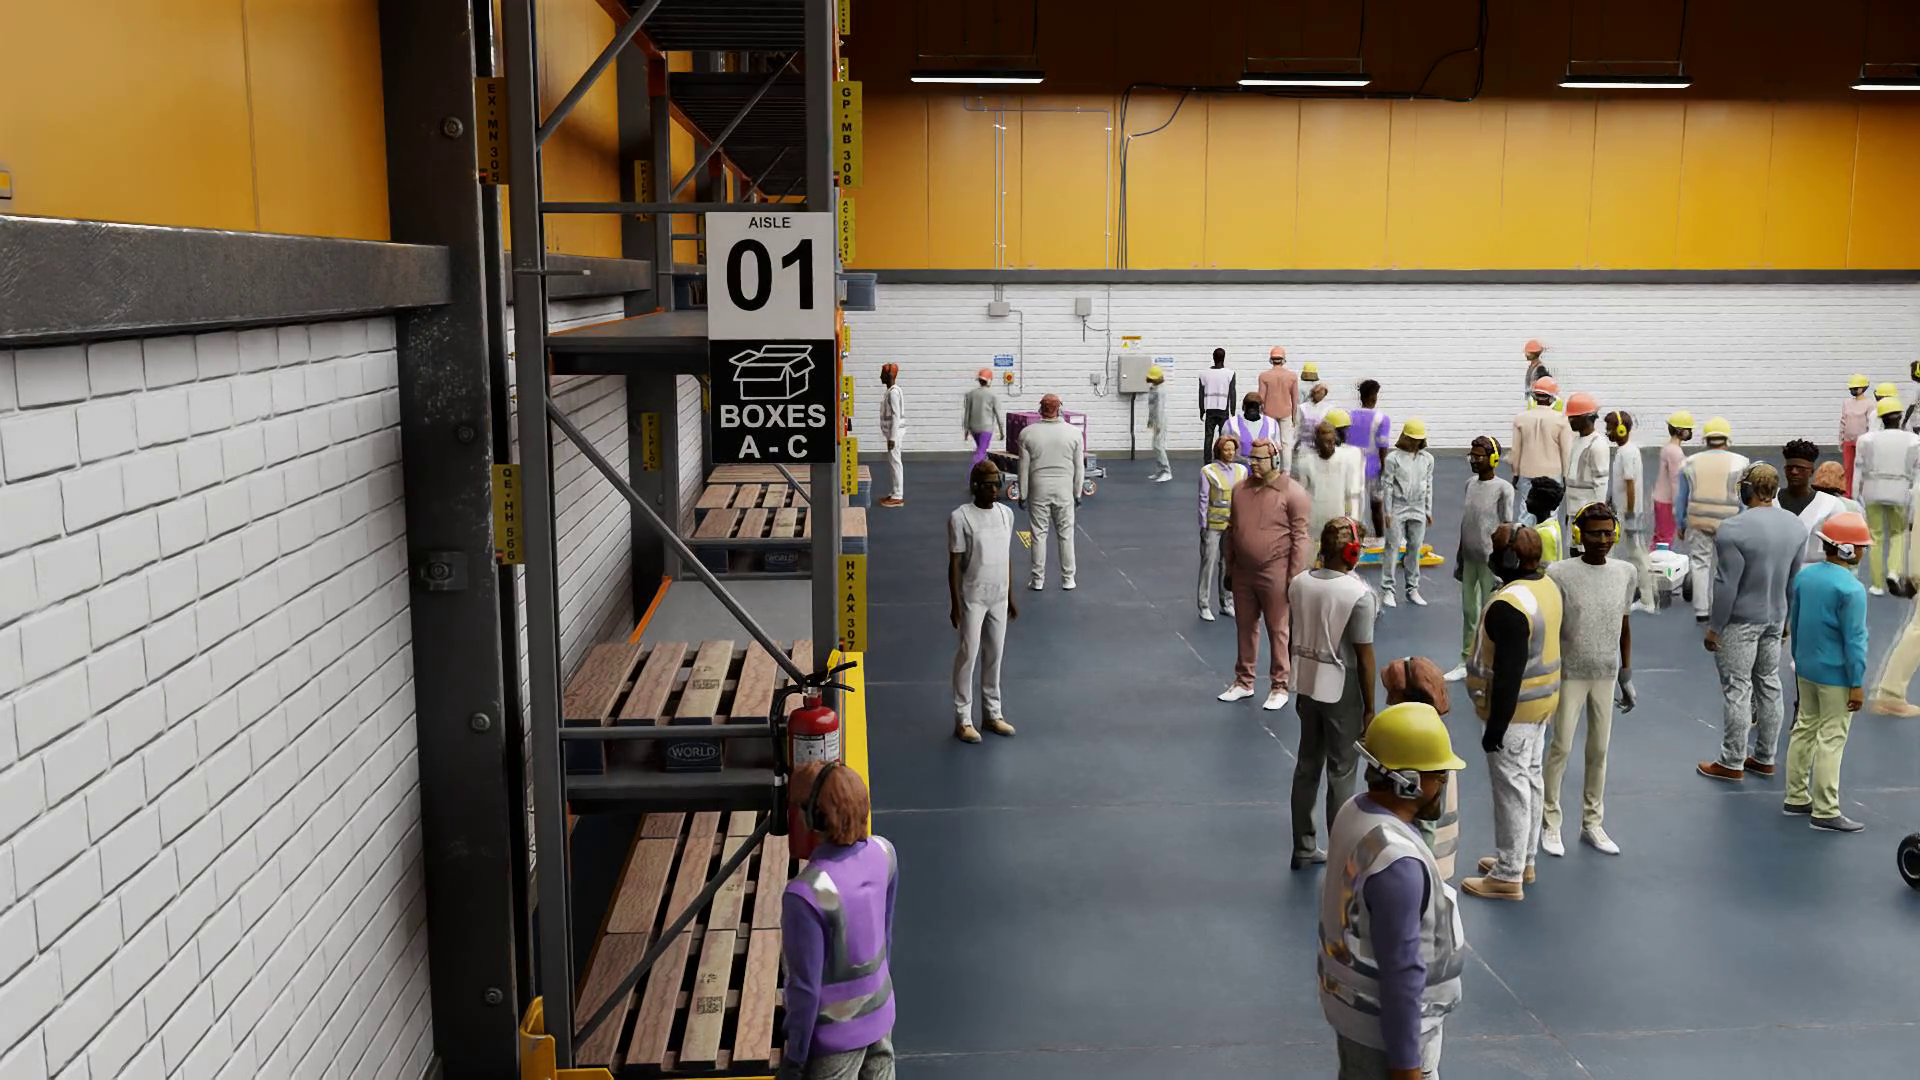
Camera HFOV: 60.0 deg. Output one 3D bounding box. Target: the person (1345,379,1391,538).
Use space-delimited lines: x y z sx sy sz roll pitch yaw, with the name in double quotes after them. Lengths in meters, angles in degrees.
4.374 -0.770 17.912 0.635 1.916 0.971 7 11 36 "person"

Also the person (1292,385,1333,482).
4.627 -1.231 21.854 0.567 1.593 0.673 2 9 15 "person"

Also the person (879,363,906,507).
-0.894 -1.376 21.855 0.360 1.883 0.574 0 9 -3 "person"

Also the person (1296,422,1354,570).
3.113 -0.126 14.317 0.515 1.817 0.916 0 9 2 "person"

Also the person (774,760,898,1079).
-0.355 1.445 4.891 0.312 1.642 0.512 5 10 29 "person"

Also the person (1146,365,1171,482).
2.917 -1.727 24.575 0.391 1.724 0.650 0 9 -2 "person"

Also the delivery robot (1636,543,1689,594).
6.483 0.271 15.371 0.477 0.478 0.707 6 11 35 "delivery robot"

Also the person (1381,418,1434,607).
4.115 -0.252 15.252 0.484 1.737 0.305 -2 9 -12 "person"

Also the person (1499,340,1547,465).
8.978 -2.157 26.366 0.969 2.000 0.639 0 9 1 "person"

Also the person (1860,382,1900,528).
10.963 -0.992 19.803 0.313 1.767 0.534 9 13 44 "person"

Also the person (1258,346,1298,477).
4.657 -1.846 24.457 0.621 1.990 0.391 -1 9 -6 "person"

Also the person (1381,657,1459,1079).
1.699 1.235 6.217 0.308 1.640 0.523 3 9 16 "person"

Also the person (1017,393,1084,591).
0.868 -0.457 16.007 0.643 1.910 0.400 0 9 0 "person"

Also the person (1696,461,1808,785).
4.725 0.493 9.942 0.636 1.939 0.363 -3 10 -21 "person"

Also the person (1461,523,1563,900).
2.687 0.830 8.127 0.430 1.845 0.624 6 11 35 "person"

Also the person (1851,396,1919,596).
8.747 -0.404 15.711 0.581 1.897 0.421 4 10 23 "person"

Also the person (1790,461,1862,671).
6.566 0.211 12.665 0.508 1.632 0.265 7 11 36 "person"

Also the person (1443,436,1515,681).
3.820 0.163 12.230 0.329 1.872 0.508 -4 10 -25 "person"

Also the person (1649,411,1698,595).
6.785 -0.353 15.829 0.356 1.755 0.518 2 9 12 "person"

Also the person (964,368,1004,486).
0.331 -1.614 23.917 0.581 1.704 0.908 6 11 34 "person"

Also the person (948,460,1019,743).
0.156 0.392 10.866 0.520 1.844 0.330 -7 11 -36 "person"

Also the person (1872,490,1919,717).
6.803 0.218 11.345 1.042 2.000 0.685 2 9 12 "person"

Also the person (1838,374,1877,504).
11.648 -1.278 21.631 0.340 1.756 0.518 -4 10 -21 "person"

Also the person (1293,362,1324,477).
5.212 -1.787 24.866 0.486 1.744 0.294 -4 10 -25 "person"

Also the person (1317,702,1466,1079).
1.248 1.364 4.848 0.404 1.824 0.586 1 9 5 "person"

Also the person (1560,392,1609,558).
5.331 -0.251 14.310 0.394 2.033 0.614 0 9 2 "person"

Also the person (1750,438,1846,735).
5.496 0.307 11.022 0.607 1.966 0.366 8 12 40 "person"

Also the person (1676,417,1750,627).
6.521 -0.157 14.376 0.627 1.817 0.548 7 11 37 "person"

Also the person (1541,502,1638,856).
3.285 0.725 8.702 0.532 1.870 0.319 -1 9 -5 "person"

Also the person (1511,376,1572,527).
6.002 -0.687 17.169 0.608 1.996 0.380 6 11 34 "person"

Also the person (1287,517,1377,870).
1.854 0.798 8.333 0.390 1.839 0.565 -6 11 -31 "person"

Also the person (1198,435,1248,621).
2.316 -0.113 14.677 0.515 1.641 0.315 -4 10 -26 "person"

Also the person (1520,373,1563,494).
8.005 -1.443 22.862 0.533 1.695 0.319 9 13 44 "person"

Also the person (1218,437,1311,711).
2.114 0.231 11.687 0.651 1.907 0.409 9 12 43 "person"

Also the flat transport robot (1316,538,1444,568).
4.276 0.127 17.458 1.431 0.197 0.652 -2 9 -12 "flat transport robot"

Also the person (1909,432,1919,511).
12.462 -1.301 21.247 0.421 1.933 0.560 8 12 43 "person"

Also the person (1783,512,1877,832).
4.799 0.712 9.144 0.333 1.749 0.574 -1 9 -4 "person"

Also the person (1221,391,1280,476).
3.018 -0.625 17.277 0.626 1.840 0.430 -1 9 -3 "person"

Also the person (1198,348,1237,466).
3.972 -2.000 25.661 0.594 1.919 0.387 4 10 22 "person"

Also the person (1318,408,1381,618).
3.318 -0.191 14.431 0.639 1.888 0.933 -8 12 -42 "person"

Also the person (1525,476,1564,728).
3.896 0.412 11.198 0.318 1.700 0.536 3 9 17 "person"
